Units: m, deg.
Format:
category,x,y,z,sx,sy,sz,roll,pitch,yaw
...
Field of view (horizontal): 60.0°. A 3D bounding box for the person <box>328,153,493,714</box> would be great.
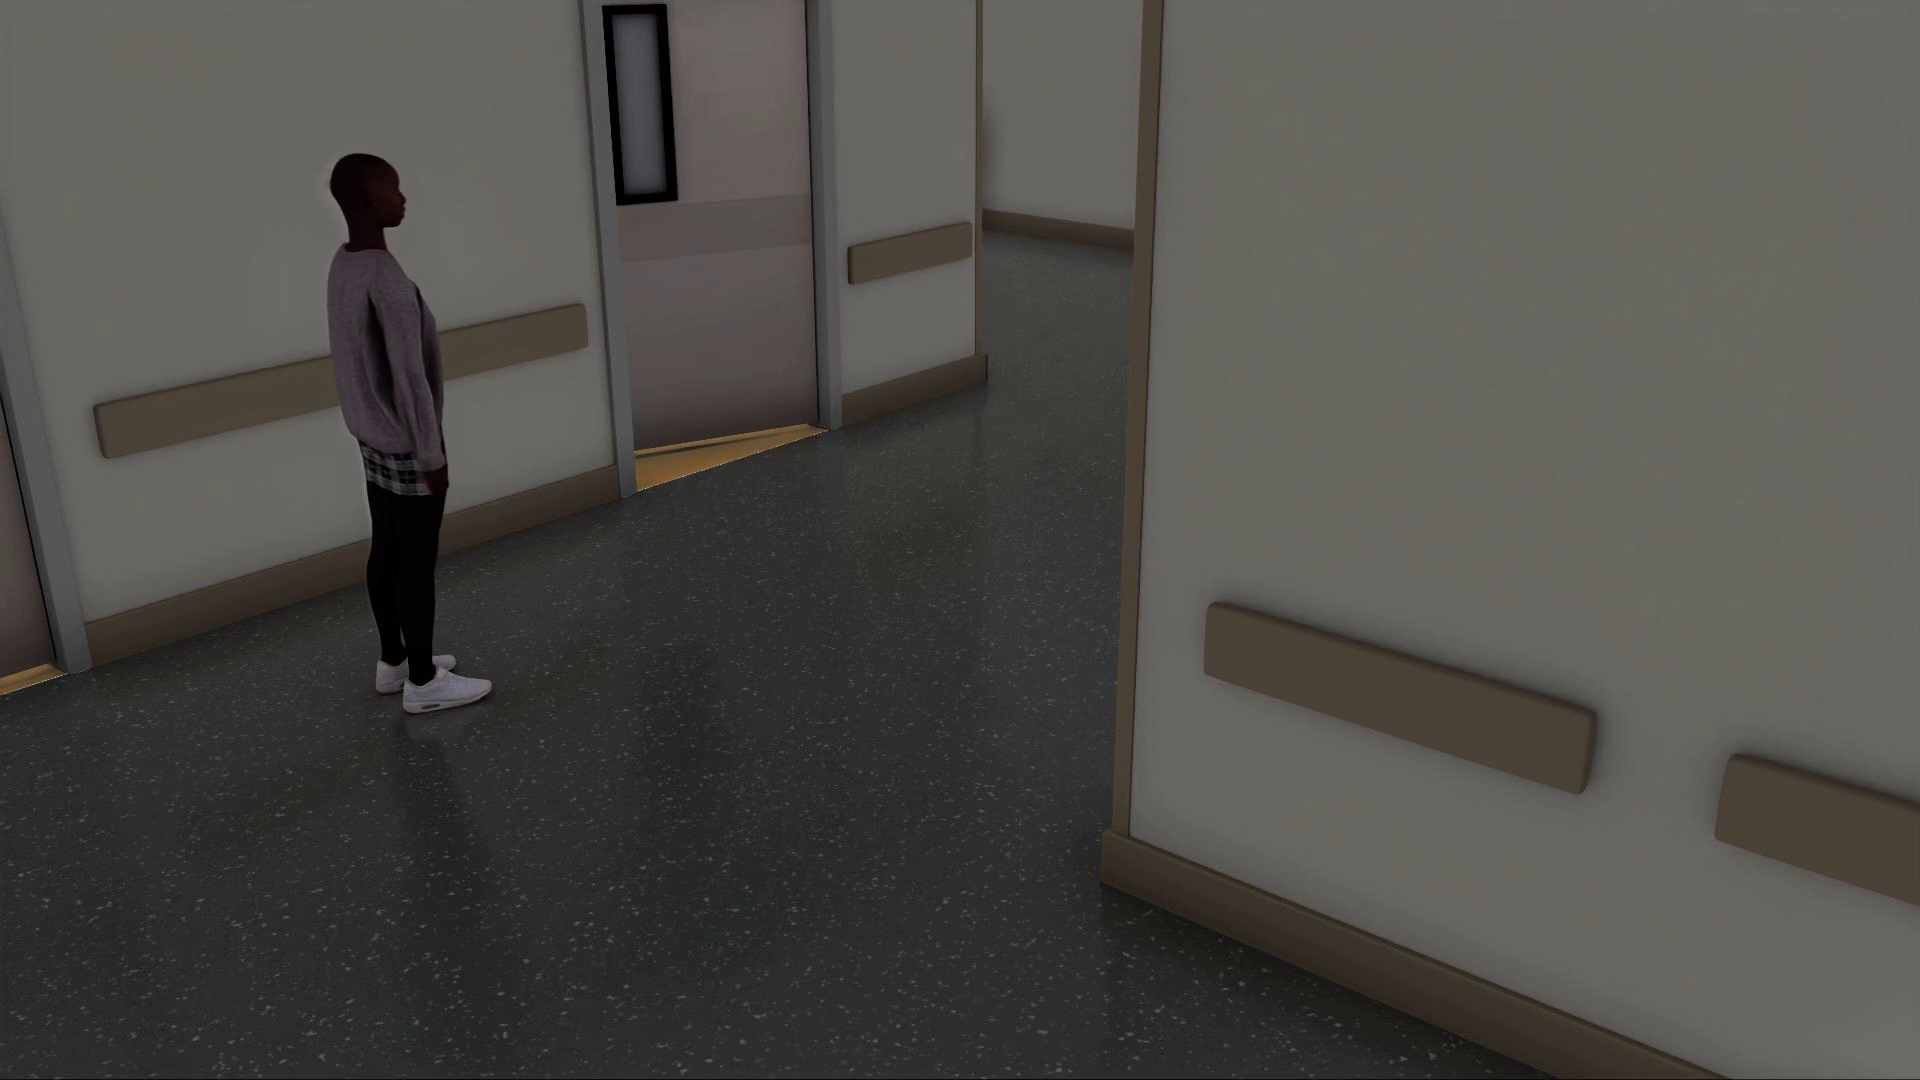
category,x,y,z,sx,sy,sz,roll,pitch,yaw
person,-1.797,-0.324,5.262,0.569,1.771,0.650,-17,26,-37
